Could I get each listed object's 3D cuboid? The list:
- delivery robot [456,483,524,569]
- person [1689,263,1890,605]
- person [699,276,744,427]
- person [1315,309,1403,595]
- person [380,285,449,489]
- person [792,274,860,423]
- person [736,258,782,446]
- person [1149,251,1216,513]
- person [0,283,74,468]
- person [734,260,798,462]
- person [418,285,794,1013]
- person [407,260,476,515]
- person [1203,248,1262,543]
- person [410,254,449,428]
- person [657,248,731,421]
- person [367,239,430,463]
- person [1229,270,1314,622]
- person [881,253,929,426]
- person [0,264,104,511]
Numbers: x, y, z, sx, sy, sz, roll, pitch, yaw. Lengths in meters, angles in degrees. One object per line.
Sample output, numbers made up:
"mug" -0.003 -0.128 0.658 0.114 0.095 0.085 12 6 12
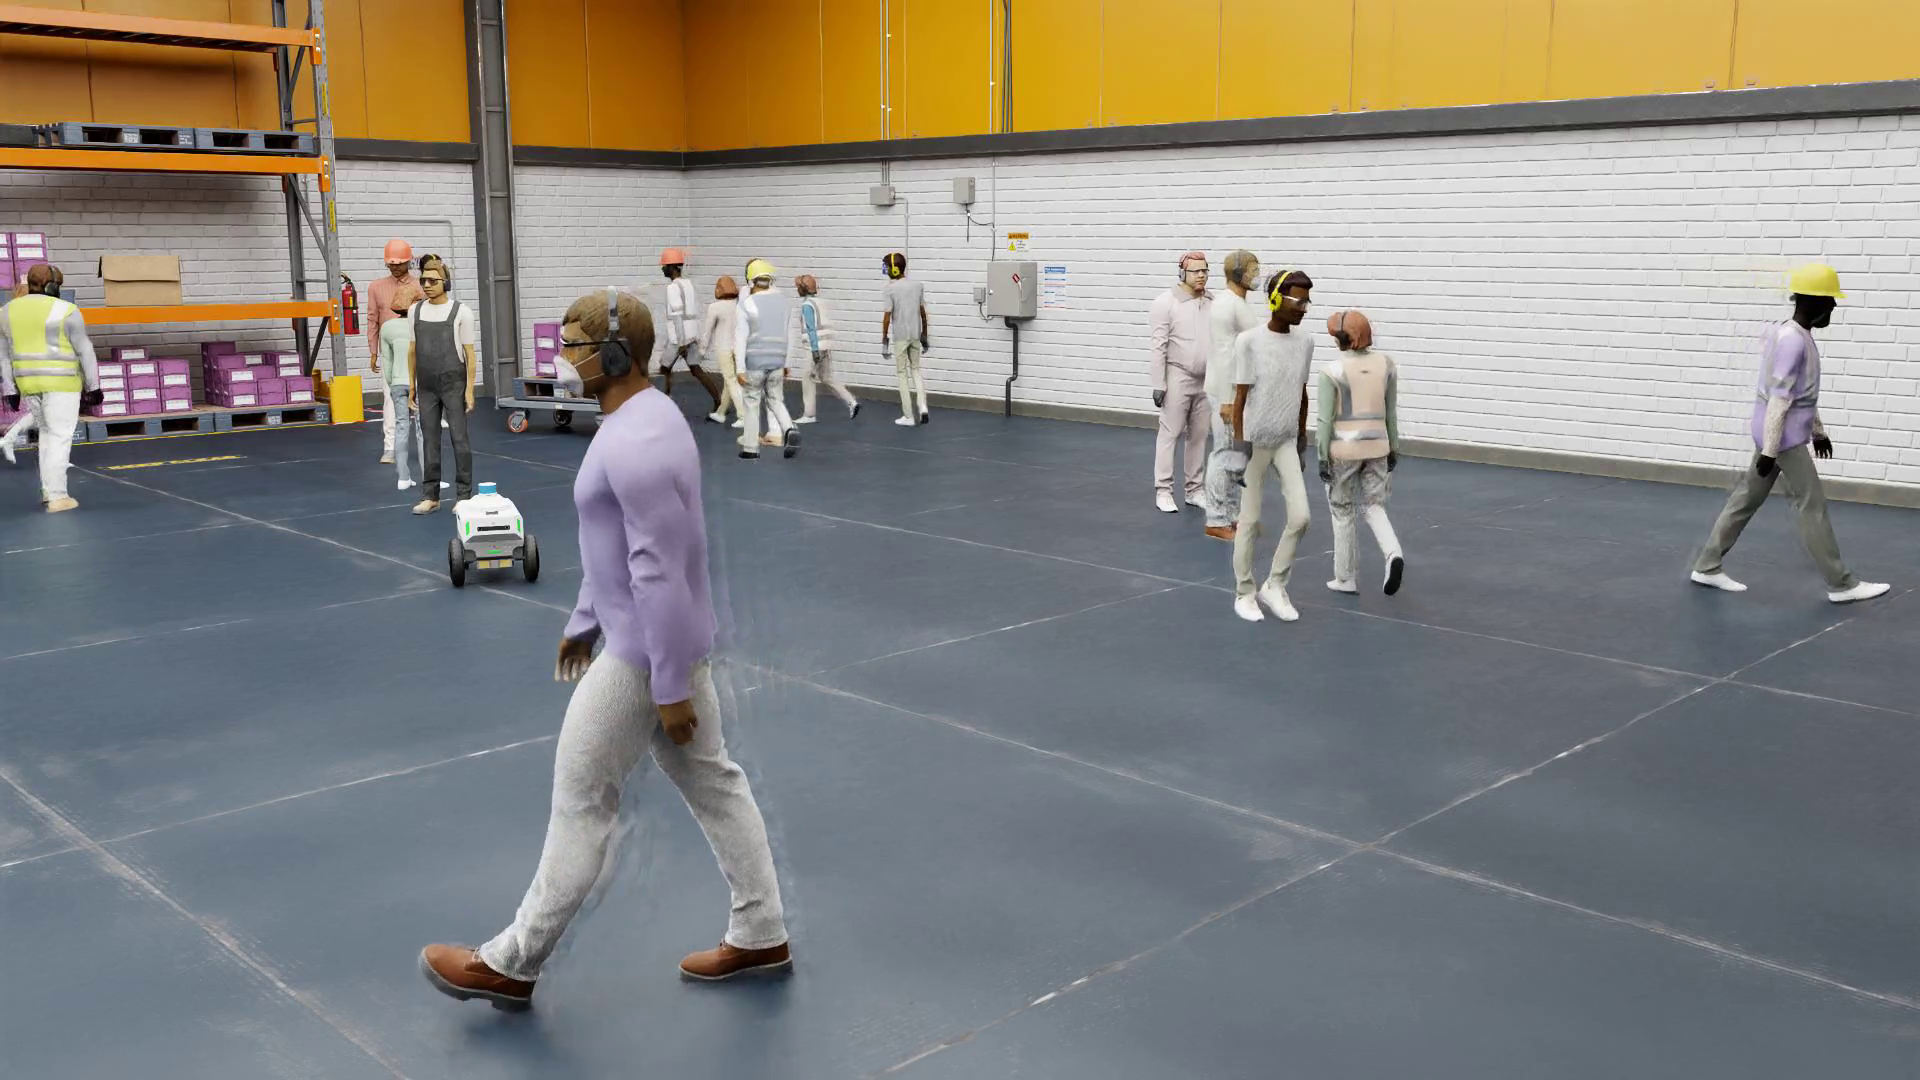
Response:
"delivery robot" -2.795 -0.097 9.871 0.477 0.478 0.707 -4 11 -20
"person" 4.623 -0.588 9.226 1.008 1.871 0.607 4 11 23
"person" -2.483 -2.000 17.690 0.839 1.586 0.502 10 14 43
"person" 2.233 -0.461 9.197 0.537 1.614 0.572 -3 11 -17
"person" -4.350 -1.207 13.237 0.499 1.633 0.286 3 11 16
"person" -1.445 -2.053 17.923 0.668 1.611 0.549 1 10 5
"person" -1.899 -1.806 16.068 0.527 1.798 0.655 7 13 34
"person" 1.695 -1.156 12.214 0.651 1.906 0.402 -6 12 -29
"person" -8.016 -1.395 14.319 0.506 1.622 0.472 9 14 40
"person" -1.716 -1.575 14.773 0.625 1.811 0.634 -7 13 -35
"person" -0.917 0.297 4.337 1.009 1.887 0.638 -1 10 -5
"person" -3.755 -1.095 12.048 0.506 1.847 0.344 1 10 7
"person" 1.817 -0.961 11.071 0.375 1.939 0.634 4 11 20
"person" -5.558 -2.044 17.260 0.523 1.841 0.677 3 11 18
"person" -2.973 -2.211 18.037 0.974 1.900 0.544 3 11 16
"person" -4.954 -1.671 14.810 0.611 1.985 0.393 -2 11 -11
"person" 1.611 -0.474 8.665 0.553 1.843 0.529 -3 11 -17
"person" -0.560 -2.115 17.613 0.577 1.841 0.484 -7 12 -33
"person" -6.693 -1.131 12.336 0.625 1.812 0.607 1 10 7
